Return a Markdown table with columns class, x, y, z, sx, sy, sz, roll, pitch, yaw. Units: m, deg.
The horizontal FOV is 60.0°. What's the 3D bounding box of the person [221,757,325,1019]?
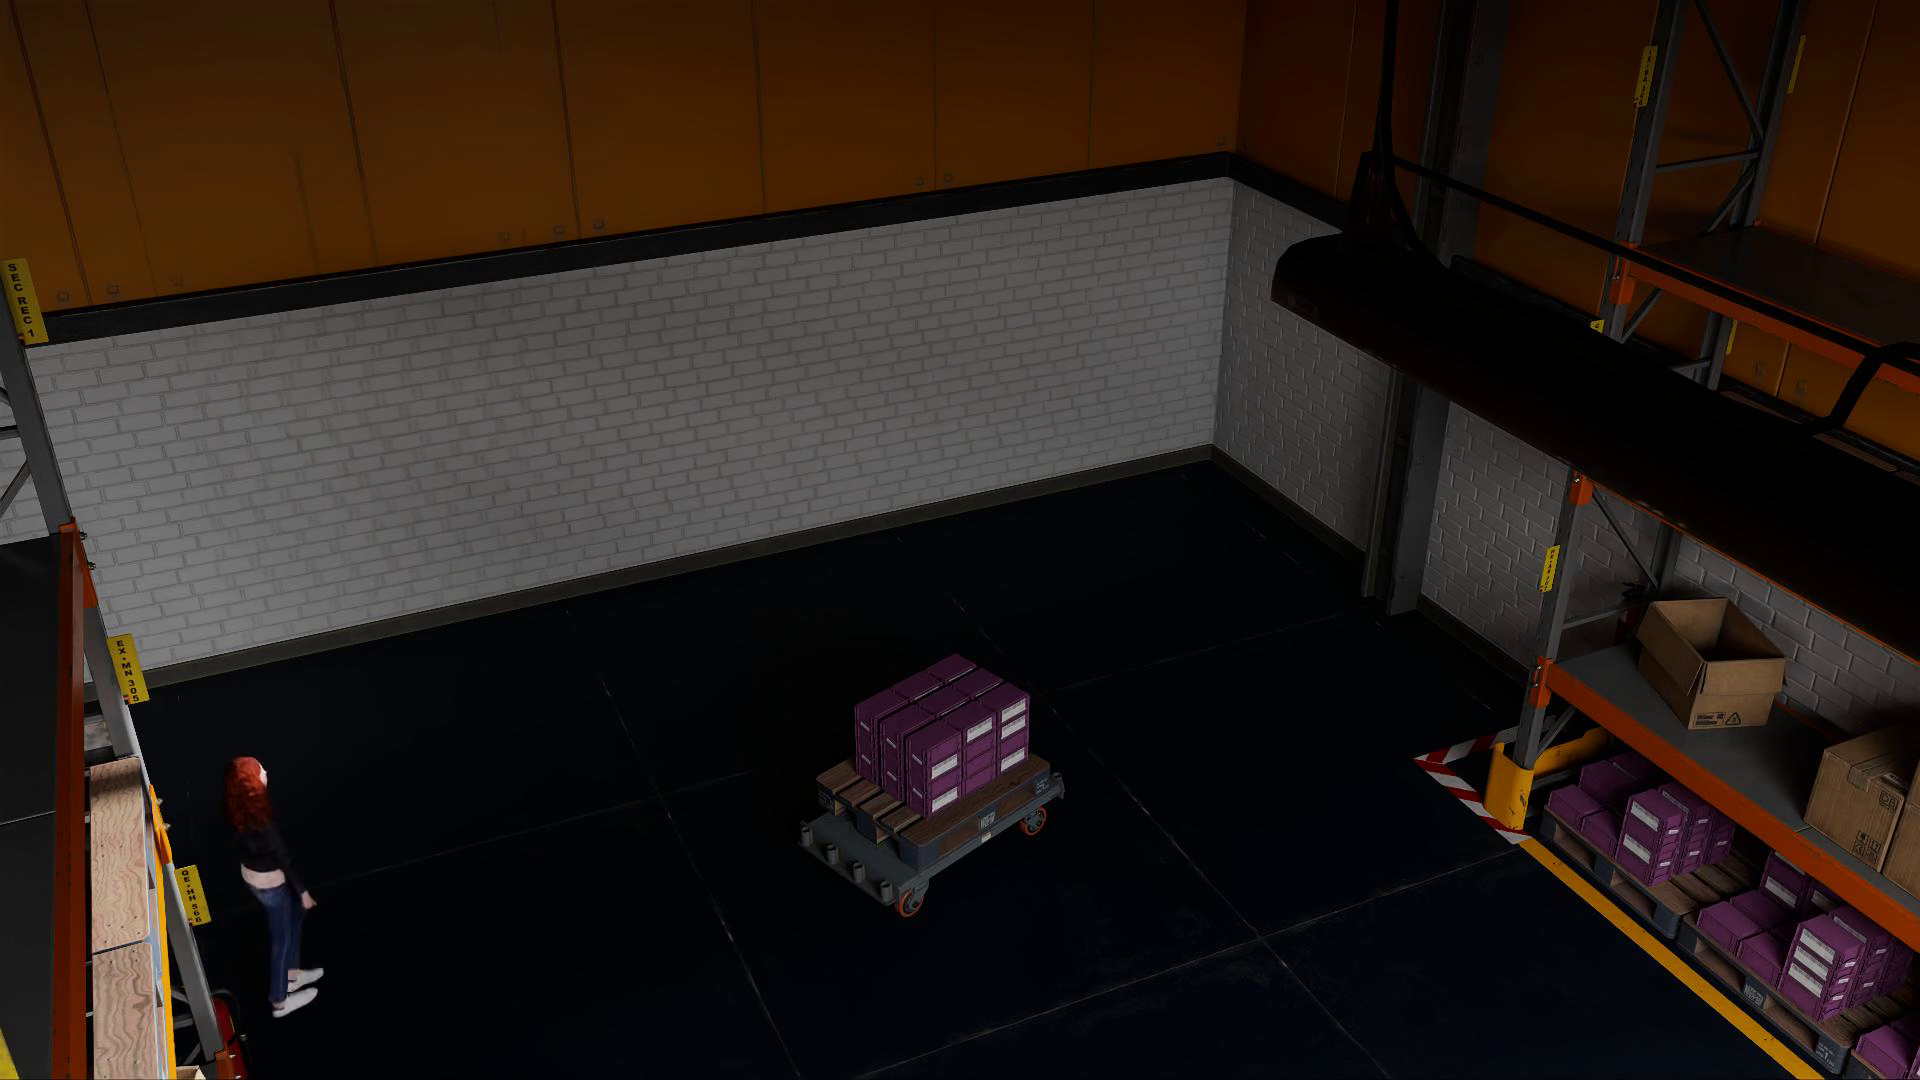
| class | x | y | z | sx | sy | sz | roll | pitch | yaw |
| --- | --- | --- | --- | --- | --- | --- | --- | --- | --- |
| person | -3.980 | 2.008 | 9.402 | 0.708 | 1.772 | 0.783 | 23 | 36 | 35 |
